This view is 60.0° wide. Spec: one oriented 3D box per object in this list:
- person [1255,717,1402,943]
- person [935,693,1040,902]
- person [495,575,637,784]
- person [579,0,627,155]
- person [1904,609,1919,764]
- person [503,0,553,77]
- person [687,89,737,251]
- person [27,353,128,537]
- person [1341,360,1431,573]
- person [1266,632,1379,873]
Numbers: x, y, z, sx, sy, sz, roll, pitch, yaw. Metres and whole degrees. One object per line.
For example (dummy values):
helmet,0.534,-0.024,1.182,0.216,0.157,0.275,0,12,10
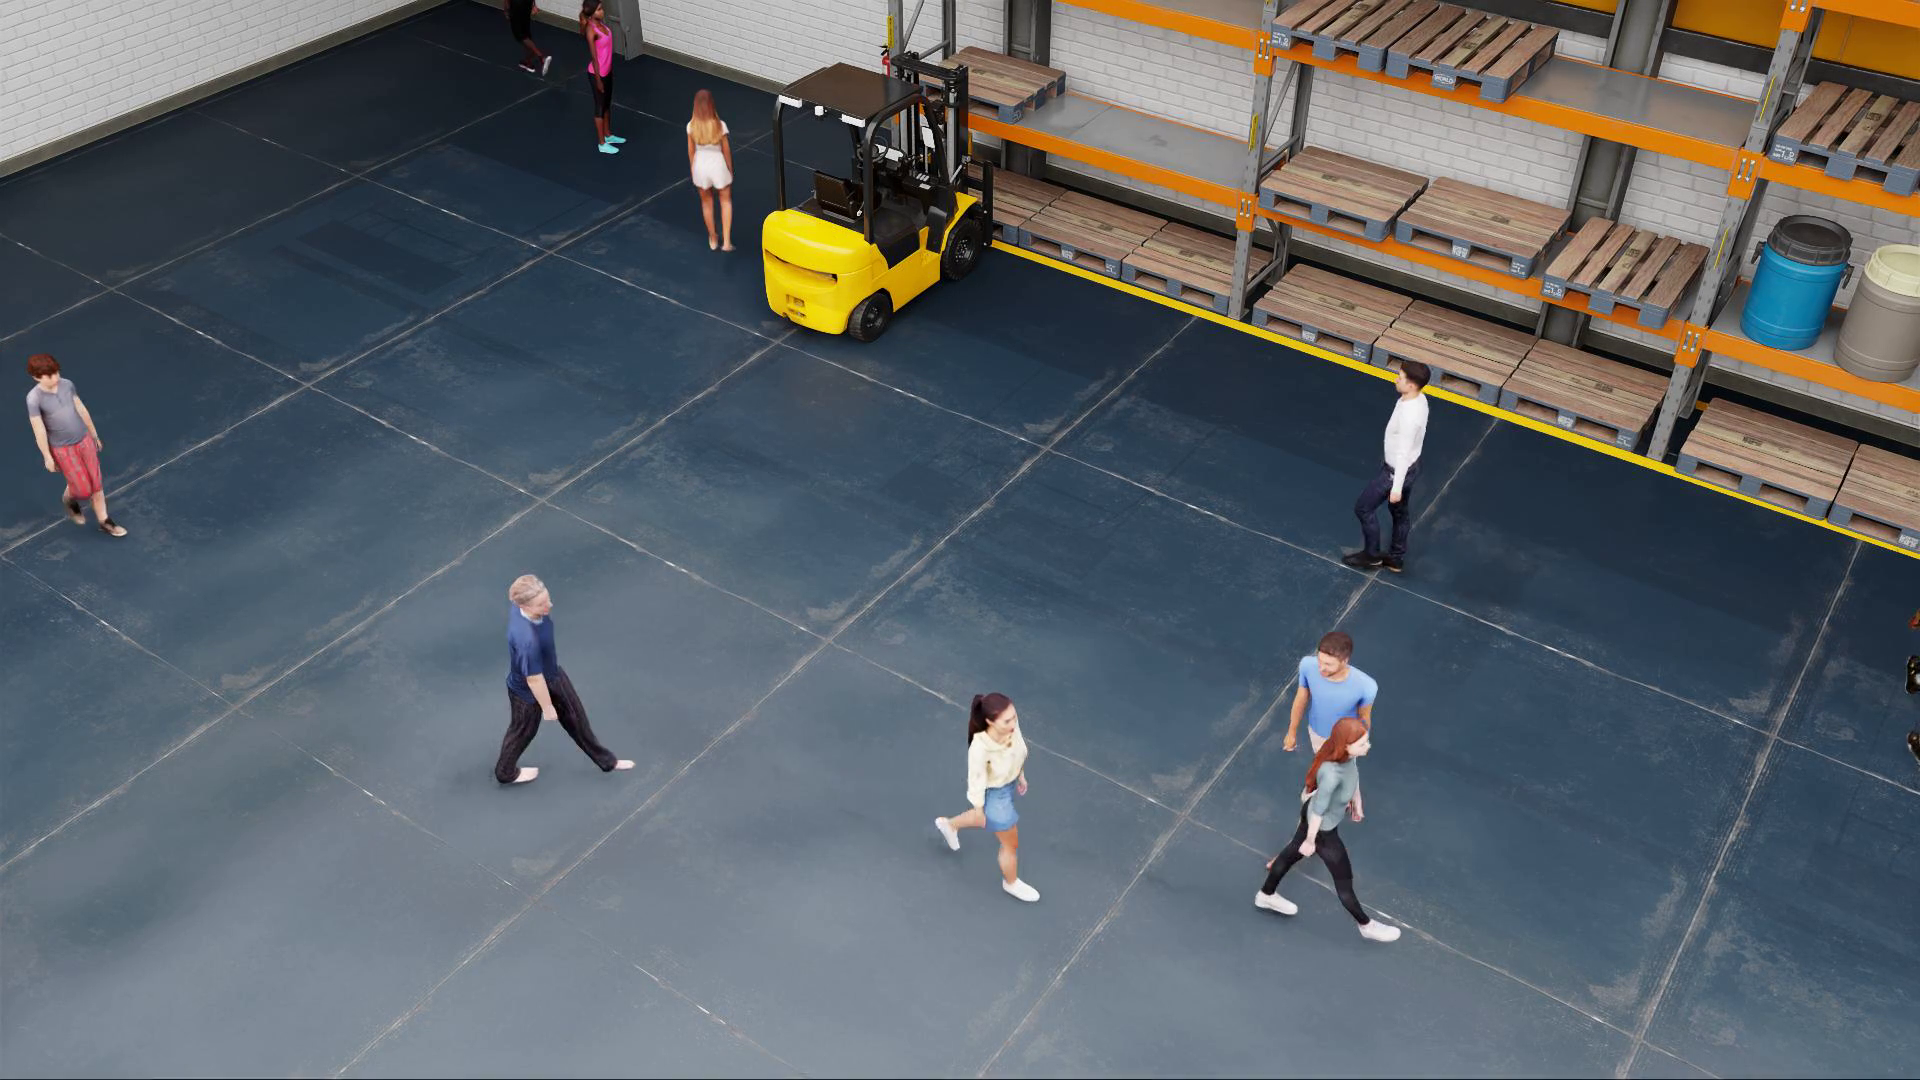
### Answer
person,2.064,1.664,9.820,1.161,1.698,0.767,15,41,18
person,0.169,1.499,10.093,1.037,1.615,0.707,19,43,23
person,-2.802,0.932,10.652,1.282,1.803,1.129,-3,39,-4
person,-3.964,-5.142,18.322,0.657,1.722,0.638,7,39,9
person,6.609,0.708,10.969,1.233,1.757,1.047,8,39,9
person,-5.192,-6.364,19.842,0.979,1.736,0.629,28,46,30
person,-2.465,-3.618,16.438,0.778,1.694,0.828,-2,39,-2
person,-6.936,-0.746,12.881,0.800,1.643,0.638,20,43,23
person,3.364,-0.495,12.400,0.725,1.852,0.689,17,42,20
person,2.377,1.177,10.353,1.264,1.794,0.795,27,46,29
